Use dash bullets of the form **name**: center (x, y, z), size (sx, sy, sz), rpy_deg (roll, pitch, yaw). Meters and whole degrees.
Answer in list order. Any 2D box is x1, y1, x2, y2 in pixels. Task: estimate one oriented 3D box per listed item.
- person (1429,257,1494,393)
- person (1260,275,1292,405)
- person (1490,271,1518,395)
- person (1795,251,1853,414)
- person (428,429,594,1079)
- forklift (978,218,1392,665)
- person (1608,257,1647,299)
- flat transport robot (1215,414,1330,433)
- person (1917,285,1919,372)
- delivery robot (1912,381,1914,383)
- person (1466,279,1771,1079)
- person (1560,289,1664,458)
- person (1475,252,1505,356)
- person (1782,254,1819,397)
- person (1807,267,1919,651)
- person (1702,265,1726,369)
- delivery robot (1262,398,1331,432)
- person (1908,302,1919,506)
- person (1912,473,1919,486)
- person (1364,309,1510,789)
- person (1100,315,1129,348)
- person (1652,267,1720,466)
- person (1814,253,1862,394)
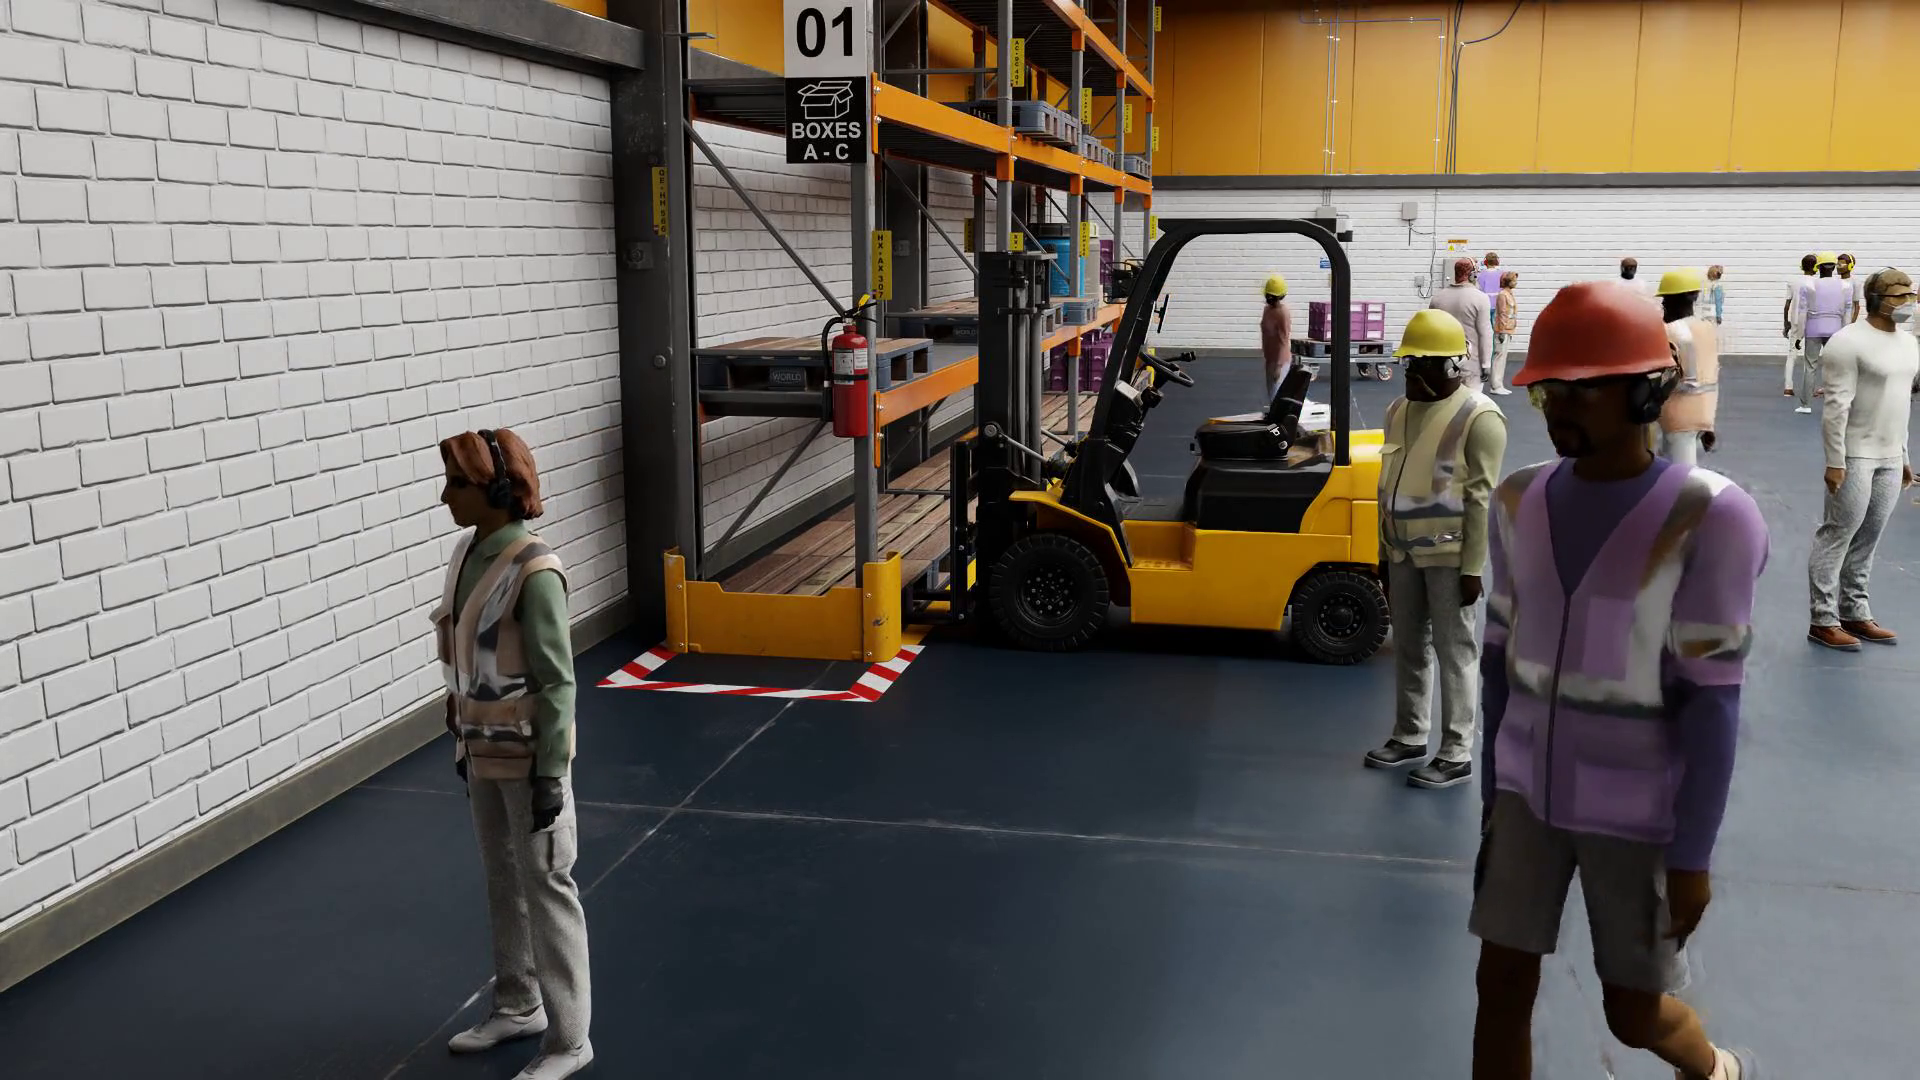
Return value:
- **person**: center (4.616, -1.634, 15.272), size (0.407, 1.910, 0.639), rpy_deg (-8, 13, -38)
- **person**: center (3.048, -1.720, 16.271), size (0.345, 1.715, 0.677), rpy_deg (-2, 10, -9)
- **person**: center (7.238, -2.750, 22.120), size (0.315, 1.640, 0.515), rpy_deg (5, 12, 28)
- **person**: center (10.186, -2.442, 19.655), size (0.586, 1.924, 0.370), rpy_deg (2, 11, 12)
- **person**: center (-1.102, 0.540, 4.087), size (0.310, 1.638, 0.523), rpy_deg (-8, 13, -39)
- **forklift**: center (1.285, -0.567, 8.635), size (2.313, 2.155, 1.214), rpy_deg (2, 11, 11)
- **person**: center (9.267, -3.046, 23.283), size (0.631, 1.825, 0.698), rpy_deg (0, 10, -1)
- **flat transport robot**: center (3.183, -1.181, 17.273), size (1.431, 0.197, 0.652), rpy_deg (-10, 14, -42)
- **person**: center (14.842, -3.542, 25.488), size (0.379, 1.996, 0.611), rpy_deg (2, 10, 8)
- **delivery robot**: center (12.809, -2.349, 22.642), size (0.477, 0.478, 0.707), rpy_deg (6, 12, 29)
- **person**: center (1.309, 0.489, 3.346), size (0.836, 2.017, 0.616), rpy_deg (-8, 13, -36)
- **person**: center (3.141, -0.285, 8.055), size (0.506, 1.842, 0.348), rpy_deg (-2, 11, -11)
- **person**: center (8.480, -3.678, 26.640), size (0.565, 1.845, 0.384), rpy_deg (0, 10, 0)
- **person**: center (11.060, -2.806, 21.796), size (0.319, 1.870, 0.521), rpy_deg (-9, 13, -39)
- **person**: center (4.628, -0.412, 8.485), size (0.627, 1.941, 0.370), rpy_deg (-5, 12, -27)
- **person**: center (11.990, -3.555, 26.520), size (0.306, 1.645, 0.521), rpy_deg (0, 10, -1)
- **delivery robot**: center (3.351, -1.237, 16.545), size (0.707, 0.478, 0.477), rpy_deg (-6, 12, -31)
- **person**: center (7.603, -1.226, 12.846), size (0.645, 1.968, 0.480), rpy_deg (-1, 10, -5)
- **person**: center (8.259, -1.419, 13.928), size (0.362, 1.963, 0.613), rpy_deg (7, 12, 34)
- **person**: center (1.798, 0.034, 6.371), size (0.404, 1.824, 0.586), rpy_deg (-5, 12, -27)
- **person**: center (2.321, -3.265, 24.898), size (0.841, 1.652, 0.540), rpy_deg (-2, 10, -10)
- **person**: center (4.429, -0.747, 10.444), size (0.610, 1.899, 0.770), rpy_deg (-10, 14, -43)
- **person**: center (11.600, -2.831, 21.933), size (0.328, 1.872, 0.513), rpy_deg (-3, 11, -15)
